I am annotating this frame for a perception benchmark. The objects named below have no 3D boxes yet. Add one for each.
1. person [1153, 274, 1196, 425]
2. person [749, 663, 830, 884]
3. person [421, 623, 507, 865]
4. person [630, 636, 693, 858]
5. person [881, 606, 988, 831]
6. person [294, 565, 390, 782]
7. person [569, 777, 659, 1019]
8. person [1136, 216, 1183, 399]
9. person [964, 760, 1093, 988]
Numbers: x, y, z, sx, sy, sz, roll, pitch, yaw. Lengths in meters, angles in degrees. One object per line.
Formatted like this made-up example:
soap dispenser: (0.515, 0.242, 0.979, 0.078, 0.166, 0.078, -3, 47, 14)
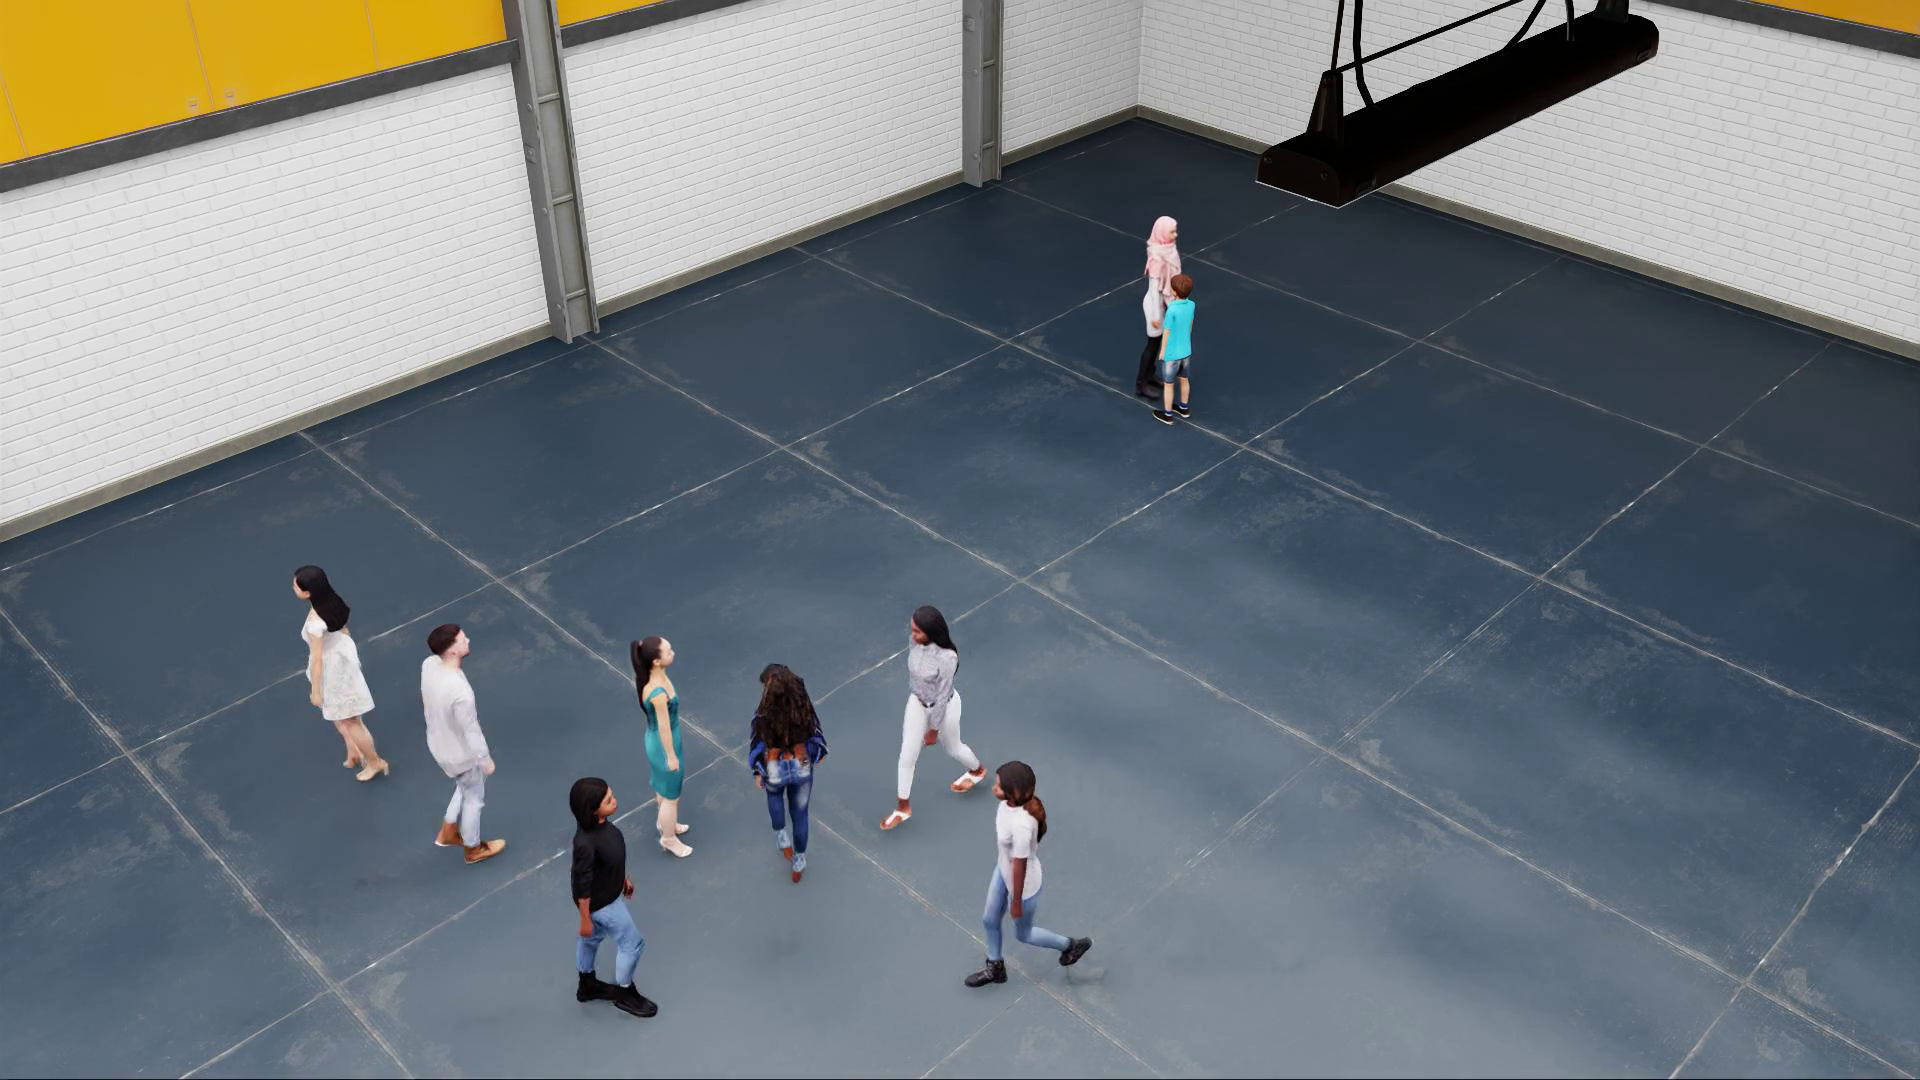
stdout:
person: (2.005, -1.767, 15.314, 0.434, 1.448, 0.579, -26, 42, -34)
person: (-1.065, 1.480, 10.282, 0.755, 1.611, 0.830, -2, 34, -3)
person: (-3.193, 1.313, 10.345, 0.700, 1.819, 0.749, -23, 40, -30)
person: (-1.869, 1.298, 10.489, 0.624, 1.684, 0.606, -7, 34, -10)
person: (-0.099, 1.095, 10.795, 1.084, 1.684, 0.624, -25, 41, -33)
person: (-4.031, 0.907, 11.010, 0.904, 1.759, 0.844, 0, 34, 0)
person: (-2.129, 2.030, 9.393, 0.836, 1.679, 0.764, -3, 34, -4)
person: (1.858, -2.198, 15.645, 0.759, 1.800, 0.630, 13, 36, 18)
person: (0.398, 1.943, 9.507, 1.083, 1.697, 0.924, -4, 34, -6)
